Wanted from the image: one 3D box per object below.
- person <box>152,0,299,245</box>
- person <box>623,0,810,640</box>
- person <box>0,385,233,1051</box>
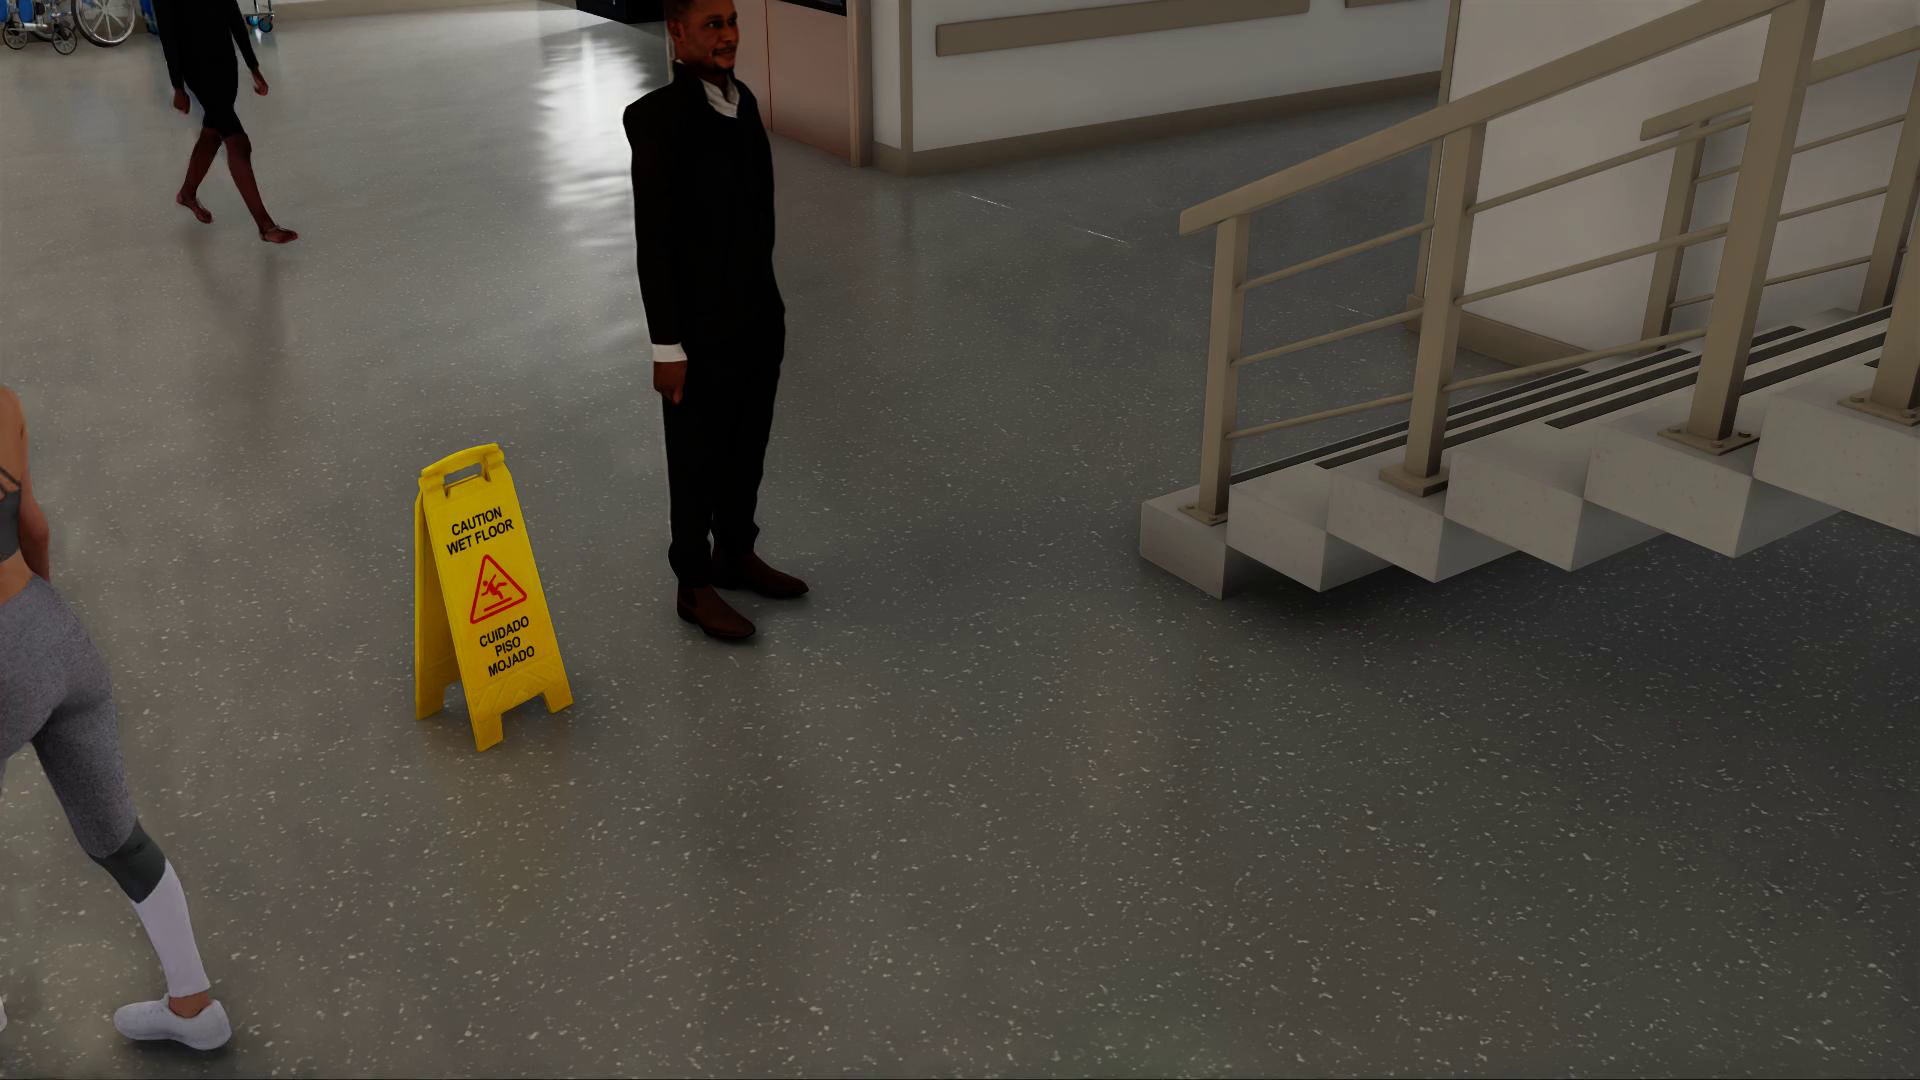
[{"bbox_3d":[-3.995,-2.420,8.762,1.251,1.682,1.026,11,28,21],"label":"person"},{"bbox_3d":[-0.713,-0.657,4.852,0.782,1.904,0.803,13,29,25],"label":"person"},{"bbox_3d":[-1.707,0.301,3.128,1.043,1.674,0.952,6,26,12],"label":"person"}]
